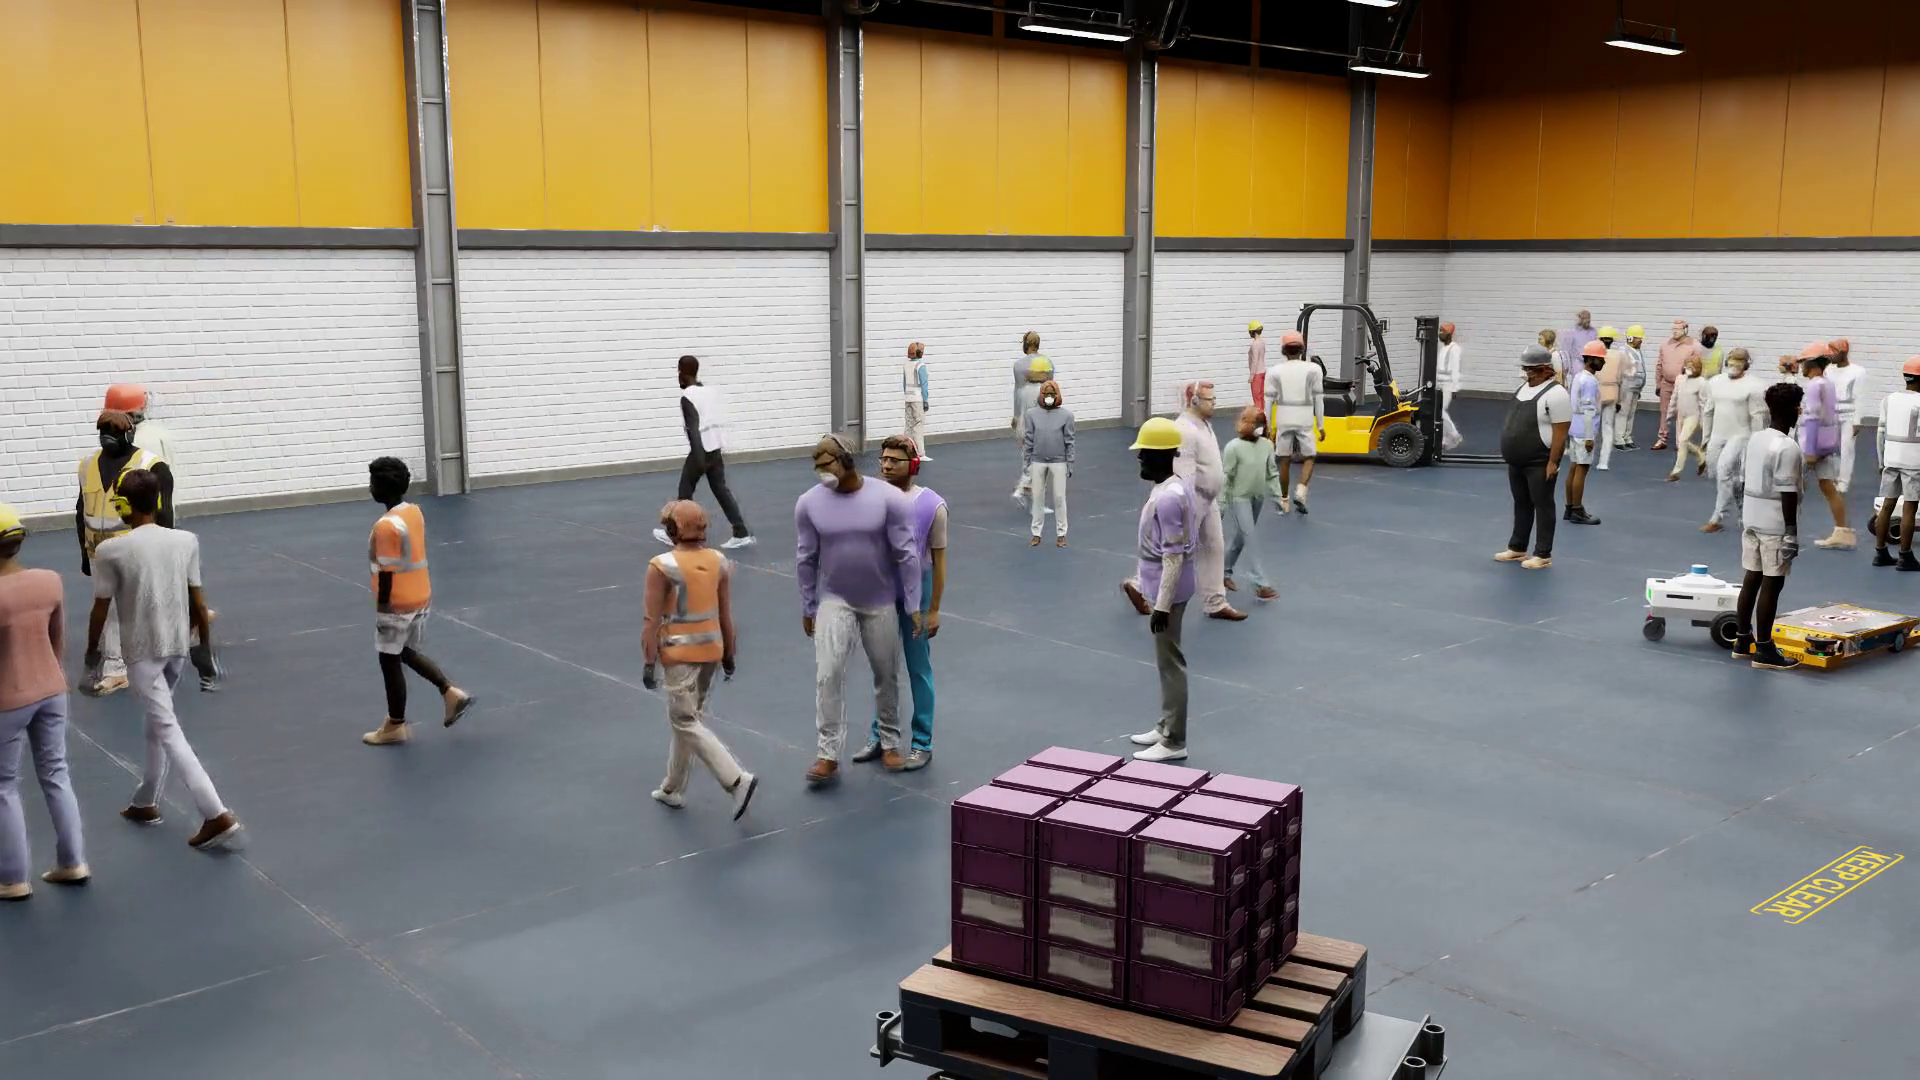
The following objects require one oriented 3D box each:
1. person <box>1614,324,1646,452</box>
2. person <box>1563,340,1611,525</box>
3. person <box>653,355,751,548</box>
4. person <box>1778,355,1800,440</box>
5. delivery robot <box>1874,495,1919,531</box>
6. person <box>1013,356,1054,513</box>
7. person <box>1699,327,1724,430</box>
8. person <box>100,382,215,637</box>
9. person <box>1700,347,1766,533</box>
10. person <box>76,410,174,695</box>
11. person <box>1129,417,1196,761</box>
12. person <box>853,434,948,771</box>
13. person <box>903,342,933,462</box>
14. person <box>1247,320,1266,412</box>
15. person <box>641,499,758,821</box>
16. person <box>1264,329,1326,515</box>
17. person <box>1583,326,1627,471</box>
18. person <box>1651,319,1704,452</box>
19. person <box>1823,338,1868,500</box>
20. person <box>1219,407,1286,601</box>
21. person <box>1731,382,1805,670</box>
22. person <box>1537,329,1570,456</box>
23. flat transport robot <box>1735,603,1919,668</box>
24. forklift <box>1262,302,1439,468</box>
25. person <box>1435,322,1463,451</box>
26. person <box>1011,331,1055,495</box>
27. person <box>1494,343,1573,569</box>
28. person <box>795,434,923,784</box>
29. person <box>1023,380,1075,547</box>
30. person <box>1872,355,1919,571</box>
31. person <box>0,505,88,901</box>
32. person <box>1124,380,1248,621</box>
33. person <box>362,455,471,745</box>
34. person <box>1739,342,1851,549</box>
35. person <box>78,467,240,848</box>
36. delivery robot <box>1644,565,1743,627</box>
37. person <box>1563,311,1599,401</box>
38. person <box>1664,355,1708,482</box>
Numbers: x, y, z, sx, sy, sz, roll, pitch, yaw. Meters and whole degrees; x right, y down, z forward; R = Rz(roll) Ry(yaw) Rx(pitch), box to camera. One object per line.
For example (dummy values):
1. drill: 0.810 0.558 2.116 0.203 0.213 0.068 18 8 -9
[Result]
1. person: 9.704 -2.198 24.067 0.404 1.831 0.588 9 13 43
2. person: 6.614 -1.137 17.554 0.375 1.934 0.547 1 10 8
3. person: -2.499 -0.836 16.023 1.029 1.862 0.633 3 10 18
4. person: 9.914 -1.403 19.969 0.313 1.642 0.513 5 11 26
5. delivery robot: 9.420 -0.293 16.369 0.707 0.478 0.477 2 10 13
6. person: 0.869 -1.132 18.126 0.398 1.731 0.488 -6 11 -31
7. person: 10.828 -2.205 24.229 0.633 1.786 0.979 0 10 1
8. person: -5.668 -0.143 11.663 0.518 1.951 0.650 -2 10 -13
9. person: 7.928 -1.026 17.007 0.766 1.900 0.637 -5 11 -28
10. person: -5.357 0.085 10.664 0.626 1.846 0.429 1 10 4
11. person: 1.125 0.278 9.291 0.388 1.927 0.589 1 10 7
12. person: -0.323 0.335 9.181 0.567 1.850 0.389 6 11 30
13. person: -0.604 -1.895 22.850 0.307 1.641 0.511 -7 12 -36
14. person: 4.857 -2.722 27.350 0.327 1.761 0.522 5 11 26
15. person: -1.299 0.603 8.332 0.730 1.608 0.534 7 12 37
16. person: 3.613 -1.257 17.965 0.671 2.029 0.585 3 10 17
17. person: 8.454 -1.879 22.004 0.611 1.894 0.768 0 10 0
18. person: 10.346 -2.227 24.018 0.399 1.908 0.643 -8 13 -41
19. person: 10.196 -1.386 19.197 0.444 1.871 0.618 -5 11 -26
20. person: 2.408 -0.310 13.726 0.504 1.582 0.885 -6 11 -32
21. person: 5.575 -0.105 11.412 0.361 1.965 0.614 0 10 -1
22. person: 8.263 -2.065 23.408 0.998 1.781 0.499 2 10 11
23. flat transport robot: 6.235 0.663 11.878 1.431 0.197 0.652 -7 12 -35
24. forklift: 5.320 -2.157 22.763 2.313 2.155 1.214 3 10 16
25. person: 6.970 -2.189 23.906 0.416 1.866 0.599 -1 10 -5
26. person: 0.841 -1.496 19.643 0.372 1.940 0.630 9 13 43
27. person: 5.163 -0.764 15.059 0.536 2.000 0.682 -3 10 -16
28. person: -0.541 0.367 8.920 0.694 1.889 0.661 1 10 3
29. person: 0.864 -0.738 16.132 0.505 1.629 0.280 2 10 14
30. person: 8.516 -0.692 14.937 0.370 1.935 0.552 -3 10 -19
31. person: -4.122 0.705 7.270 0.361 1.761 0.541 4 10 22
32. person: 1.765 -0.310 12.879 0.876 1.873 0.645 5 11 26
33. person: -3.176 0.350 9.537 0.522 1.686 0.545 0 10 2
34. person: 8.217 -0.916 16.133 0.631 1.973 1.068 -9 13 -42
35. person: -3.857 0.568 7.987 0.978 1.835 0.542 6 11 31
36. delivery robot: 5.399 0.424 12.174 0.707 0.478 0.477 4 11 23
37. person: 10.984 -3.107 29.326 0.655 1.853 0.996 -4 10 -21
38. person: 9.141 -1.521 20.744 0.669 1.600 0.556 -3 10 -18
